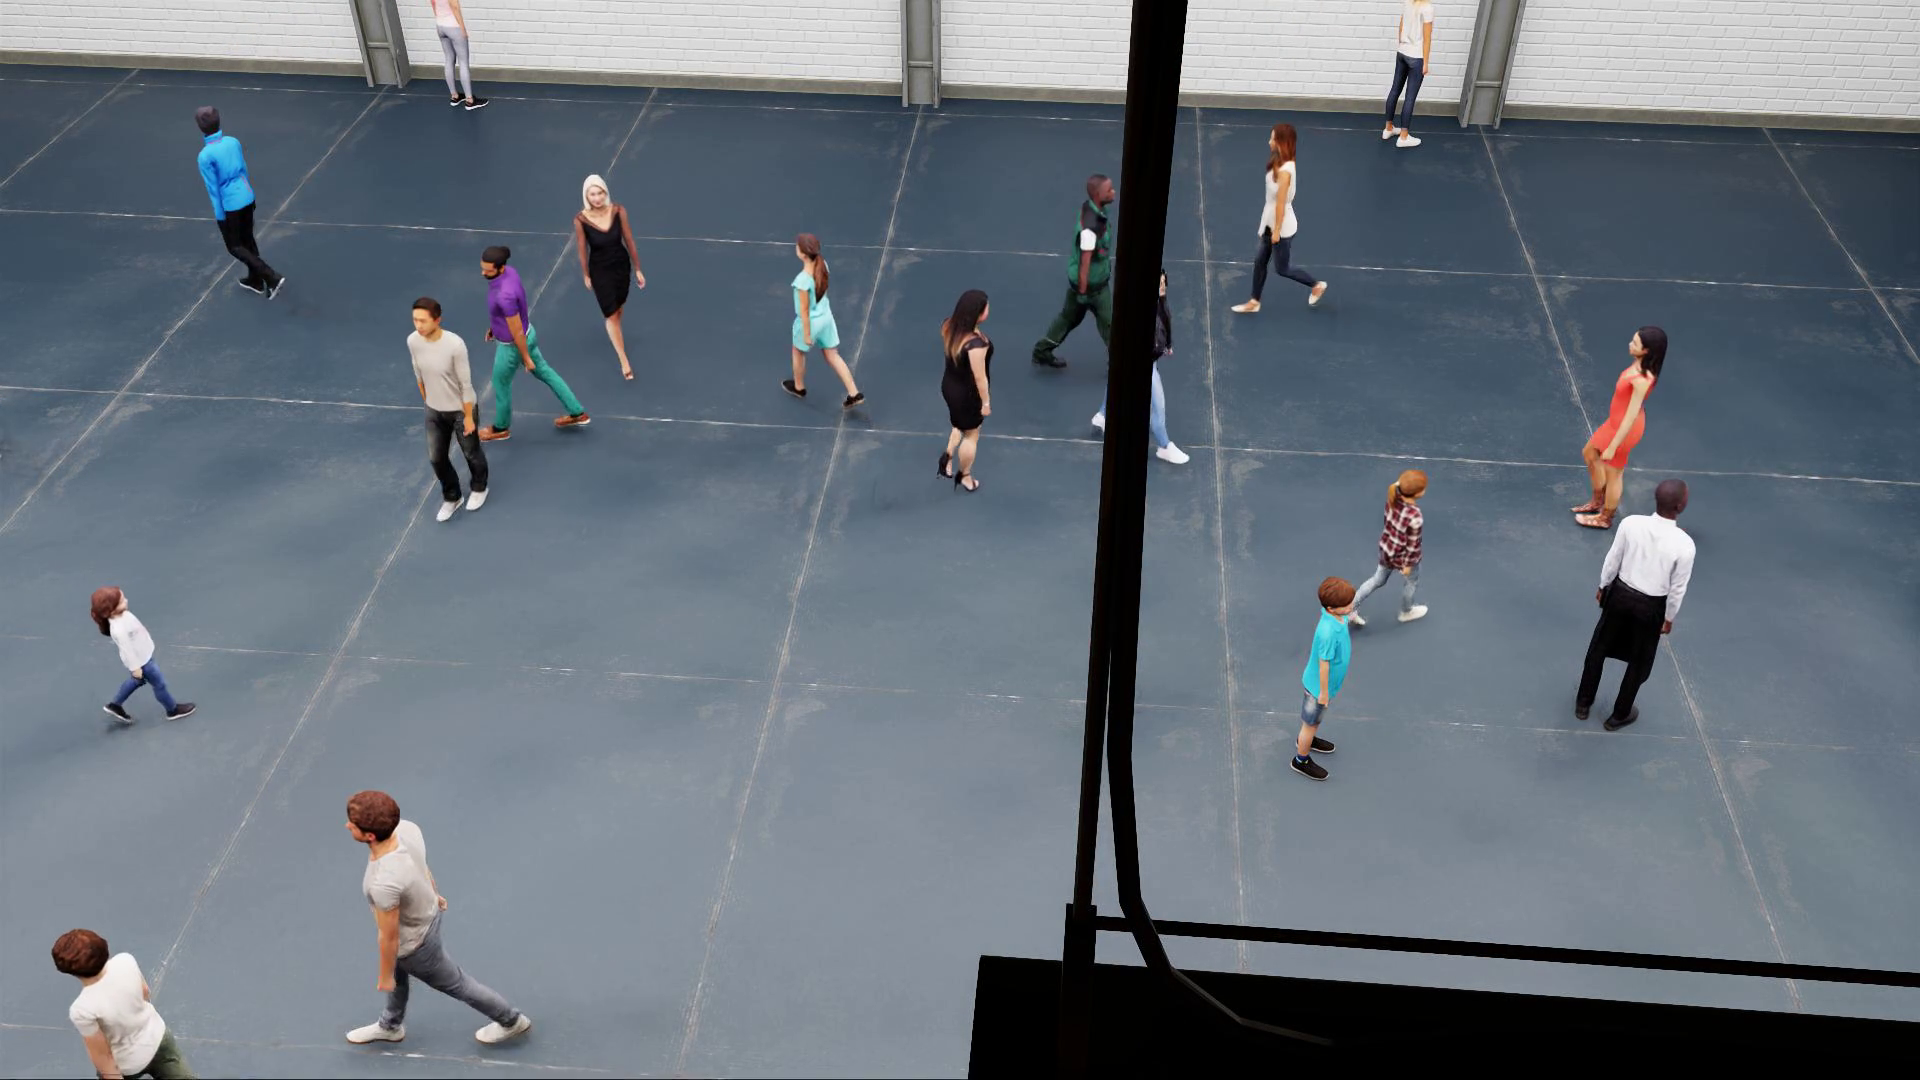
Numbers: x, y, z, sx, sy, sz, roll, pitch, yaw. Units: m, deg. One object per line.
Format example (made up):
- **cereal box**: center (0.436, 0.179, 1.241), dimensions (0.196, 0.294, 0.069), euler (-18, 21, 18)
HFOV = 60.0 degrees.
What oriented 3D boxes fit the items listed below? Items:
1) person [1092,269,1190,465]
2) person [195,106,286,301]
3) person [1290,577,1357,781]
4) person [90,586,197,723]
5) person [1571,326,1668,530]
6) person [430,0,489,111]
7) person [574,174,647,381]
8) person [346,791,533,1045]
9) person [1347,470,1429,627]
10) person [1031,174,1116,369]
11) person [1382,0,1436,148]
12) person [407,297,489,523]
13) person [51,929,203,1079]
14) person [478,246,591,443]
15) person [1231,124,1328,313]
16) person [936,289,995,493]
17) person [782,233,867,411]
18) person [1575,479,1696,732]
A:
- **person**: center (1.333, -1.373, 12.663), dimensions (1.194, 1.590, 0.948), euler (20, 43, 23)
- **person**: center (-6.214, -2.880, 14.400), dimensions (1.005, 1.778, 0.803), euler (16, 41, 19)
- **person**: center (2.193, 0.805, 10.050), dimensions (0.551, 1.449, 0.564), euler (12, 40, 15)
- **person**: center (-5.222, 0.731, 10.423), dimensions (0.800, 1.097, 0.654), euler (-16, 41, -19)
- **person**: center (4.785, -0.759, 11.797), dimensions (0.632, 1.713, 0.658), euler (11, 40, 13)
- **person**: center (-5.410, -5.442, 17.651), dimensions (0.603, 1.726, 0.703), euler (23, 44, 26)
- **person**: center (-2.876, -2.225, 13.646), dimensions (1.099, 1.695, 1.019), euler (-15, 41, -18)
- **person**: center (-2.632, 1.953, 8.288), dimensions (1.260, 1.853, 0.874), euler (-5, 39, -6)
- **person**: center (2.871, 0.079, 11.085), dimensions (0.963, 1.291, 0.769), euler (-13, 41, -16)
- **person**: center (0.959, -2.102, 13.413), dimensions (1.185, 1.794, 0.688), euler (3, 39, 3)
- **person**: center (4.585, -4.907, 16.914), dimensions (0.676, 1.809, 0.665), euler (-18, 42, -21)
- **person**: center (-3.637, -1.017, 12.051), dimensions (0.693, 1.799, 0.753), euler (8, 39, 9)
- **person**: center (-3.812, 2.445, 7.868), dimensions (1.193, 1.609, 0.782), euler (12, 40, 14)
- **person**: center (-3.289, -1.499, 12.720), dimensions (1.208, 1.717, 0.798), euler (-3, 39, -4)
- **person**: center (2.816, -2.685, 14.172), dimensions (1.081, 1.758, 0.701), euler (-3, 39, -4)
- **person**: center (-0.029, -1.049, 12.165), dimensions (0.876, 1.706, 0.830), euler (-19, 43, -23)
- **person**: center (-1.080, -1.698, 13.120), dimensions (1.108, 1.529, 0.933), euler (27, 46, 30)
- **person**: center (4.159, 0.401, 10.248), dimensions (0.672, 1.834, 0.778), euler (27, 46, 29)
